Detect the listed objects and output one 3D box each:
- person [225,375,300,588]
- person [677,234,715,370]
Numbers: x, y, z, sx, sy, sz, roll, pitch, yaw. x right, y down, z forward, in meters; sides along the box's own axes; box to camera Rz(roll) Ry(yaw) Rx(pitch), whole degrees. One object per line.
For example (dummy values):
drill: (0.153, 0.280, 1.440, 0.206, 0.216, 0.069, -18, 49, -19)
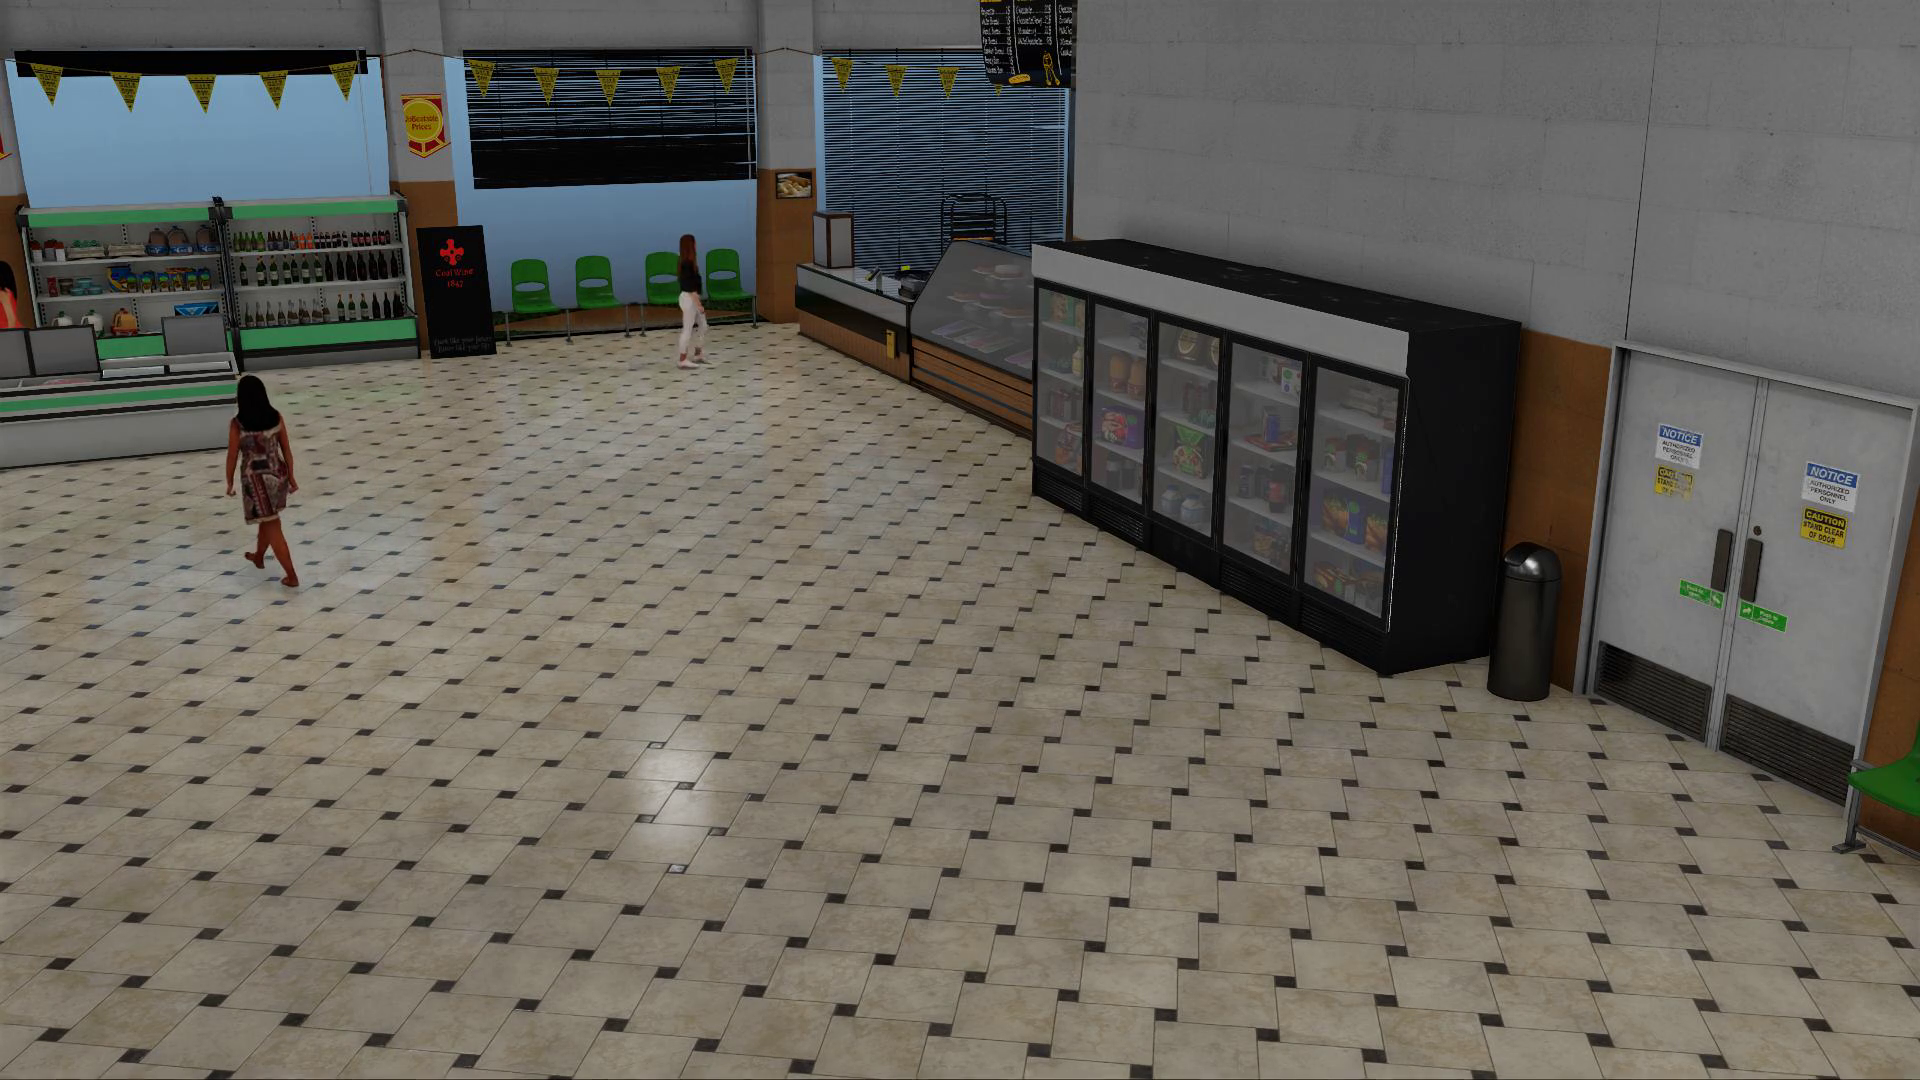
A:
person: (-5.240, -0.401, 12.597, 0.976, 1.594, 1.132, 14, 22, 39)
person: (-3.486, -2.987, 20.950, 0.769, 1.689, 0.705, -2, 17, -6)
